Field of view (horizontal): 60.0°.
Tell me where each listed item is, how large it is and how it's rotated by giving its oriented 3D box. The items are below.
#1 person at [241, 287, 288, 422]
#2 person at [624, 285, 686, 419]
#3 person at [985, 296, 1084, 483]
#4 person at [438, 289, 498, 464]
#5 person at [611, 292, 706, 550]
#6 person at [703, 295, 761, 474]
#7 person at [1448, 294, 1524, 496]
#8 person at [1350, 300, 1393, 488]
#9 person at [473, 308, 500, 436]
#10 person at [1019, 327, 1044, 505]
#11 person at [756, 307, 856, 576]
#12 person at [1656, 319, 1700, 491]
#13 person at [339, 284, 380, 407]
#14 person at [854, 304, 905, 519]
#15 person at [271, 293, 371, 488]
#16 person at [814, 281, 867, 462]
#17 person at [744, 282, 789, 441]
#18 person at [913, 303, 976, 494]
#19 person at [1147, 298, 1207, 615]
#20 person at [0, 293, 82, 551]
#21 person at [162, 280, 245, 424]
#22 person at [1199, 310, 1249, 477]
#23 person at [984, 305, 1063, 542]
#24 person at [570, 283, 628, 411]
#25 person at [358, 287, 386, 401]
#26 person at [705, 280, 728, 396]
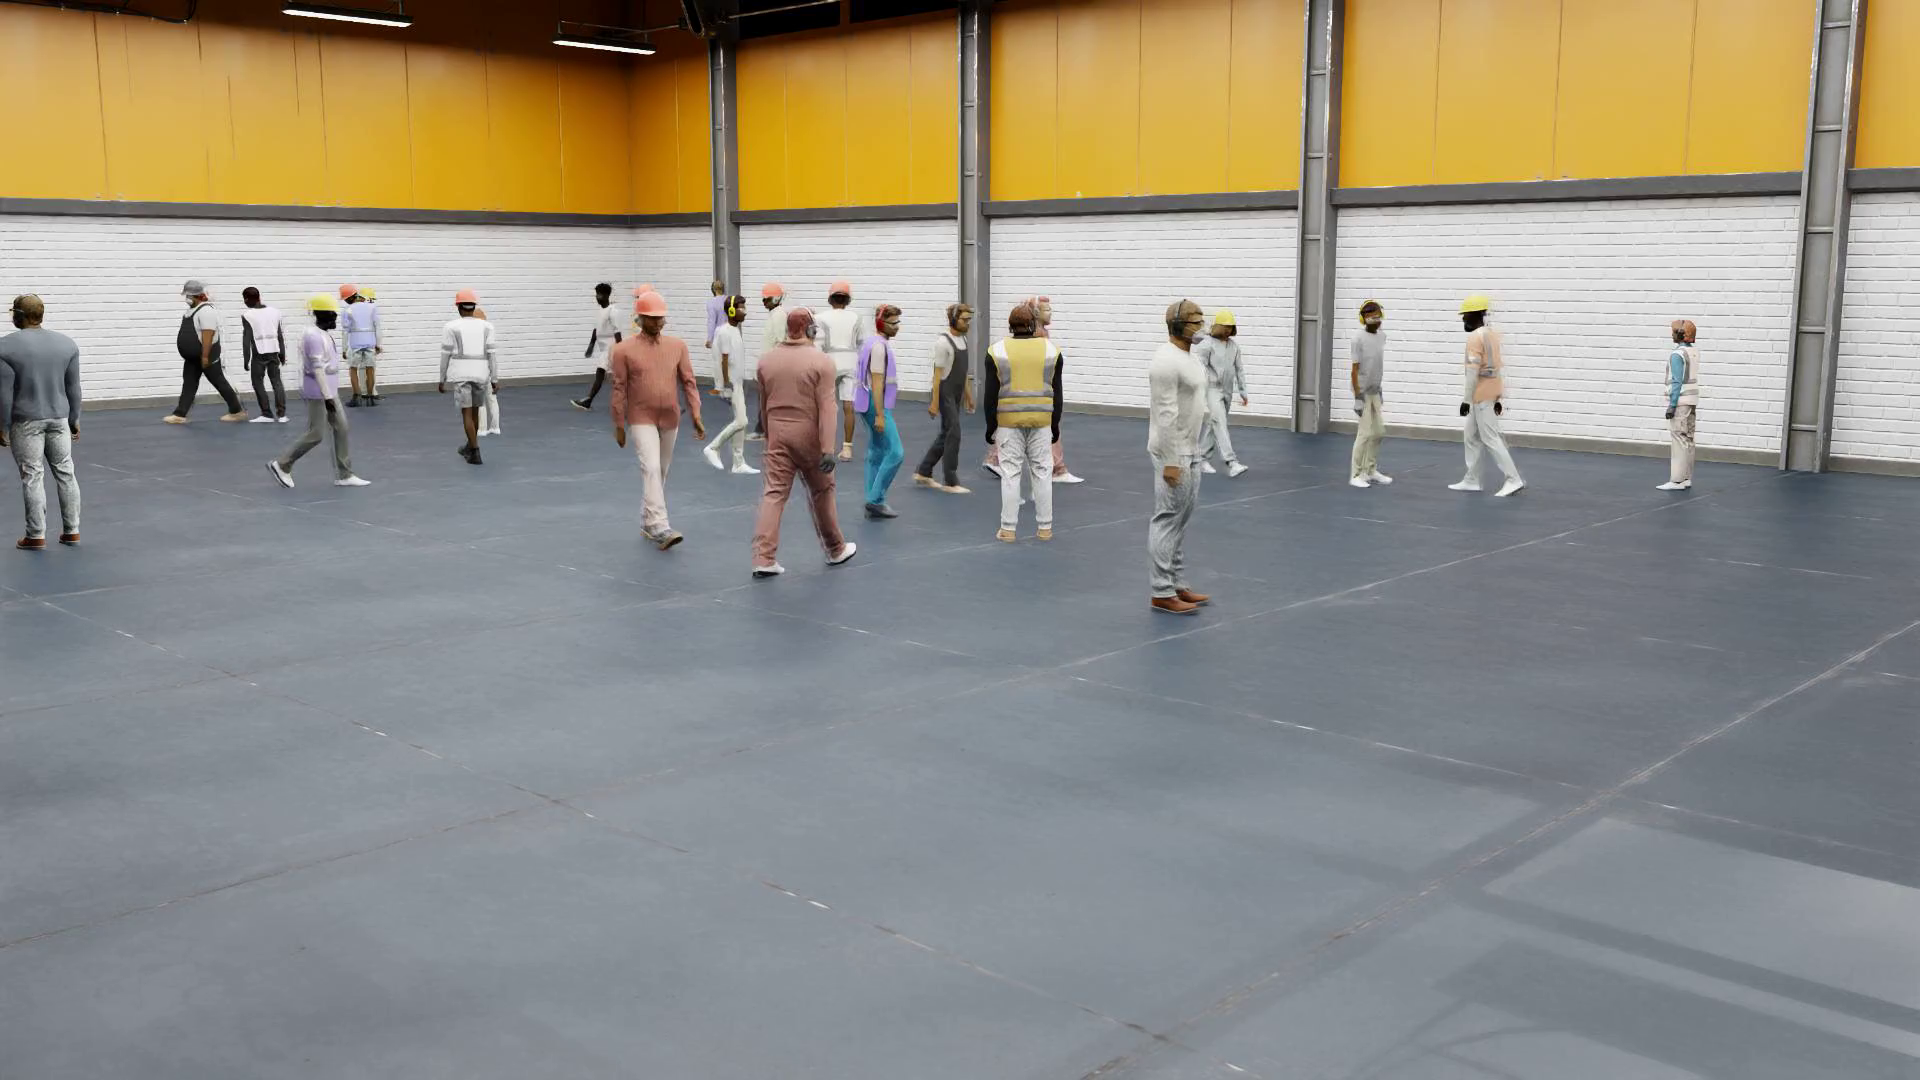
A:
[{"bbox_3d":[-9.573,-2.554,22.998,0.500,1.877,0.631,5,11,30],"label":"person"},{"bbox_3d":[-4.336,-2.627,23.374,0.889,1.892,0.570,-1,9,-8],"label":"person"},{"bbox_3d":[0.716,-1.495,16.533,0.977,1.864,0.641,1,9,7],"label":"person"},{"bbox_3d":[-5.428,-1.790,18.233,0.576,1.896,0.802,-7,11,-36],"label":"person"},{"bbox_3d":[-2.297,-0.911,12.696,0.619,1.938,1.012,-6,11,-34],"label":"person"},{"bbox_3d":[-2.352,-1.588,17.117,0.487,1.856,0.559,2,9,9],"label":"person"},{"bbox_3d":[5.015,-1.361,15.671,0.759,1.888,0.608,5,11,29],"label":"person"},{"bbox_3d":[3.962,-1.407,16.092,0.603,1.825,0.415,-8,12,-41],"label":"person"},{"bbox_3d":[-6.108,-2.138,21.201,0.288,1.626,0.497,4,10,25],"label":"person"},{"bbox_3d":[0.622,-1.109,14.923,0.530,1.611,0.538,5,11,29],"label":"person"},{"bbox_3d":[-1.106,-0.695,11.639,0.688,1.852,1.003,5,10,27],"label":"person"},{"bbox_3d":[6.909,-1.290,15.941,0.314,1.642,0.515,8,13,42],"label":"person"},{"bbox_3d":[-9.208,-2.970,25.547,0.629,1.889,0.387,-7,11,-35],"label":"person"},{"bbox_3d":[-0.676,-1.062,13.973,0.438,1.826,0.679,-1,9,-6],"label":"person"},{"bbox_3d":[-6.236,-1.439,16.098,0.829,1.899,0.587,0,9,-3],"label":"person"},{"bbox_3d":[-1.357,-1.891,18.584,0.626,1.980,1.066,-2,10,-14],"label":"person"},{"bbox_3d":[-2.201,-2.197,20.535,0.923,1.967,0.616,-3,10,-18],"label":"person"},{"bbox_3d":[-0.160,-1.338,15.841,0.720,1.823,0.529,4,10,23],"label":"person"},{"bbox_3d":[1.348,-0.516,10.288,0.359,1.938,0.634,4,10,22],"label":"person"},{"bbox_3d":[-6.963,-0.889,12.577,0.370,1.939,0.630,7,12,37],"label":"person"},{"bbox_3d":[-10.397,-2.615,22.848,1.048,2.000,0.691,-9,13,-44],"label":"person"},{"bbox_3d":[2.710,-1.496,17.014,0.508,1.689,0.889,-6,11,-32],"label":"person"},{"bbox_3d":[0.488,-0.900,12.954,0.624,1.841,0.430,-1,9,-8],"label":"person"},{"bbox_3d":[-5.306,-2.868,24.798,1.051,1.898,0.614,-5,10,-26],"label":"person"},{"bbox_3d":[-9.511,-3.143,26.747,0.403,1.824,0.586,-8,12,-40],"label":"person"},{"bbox_3d":[-4.014,-3.383,27.886,0.370,1.934,0.627,7,12,37],"label":"person"}]
